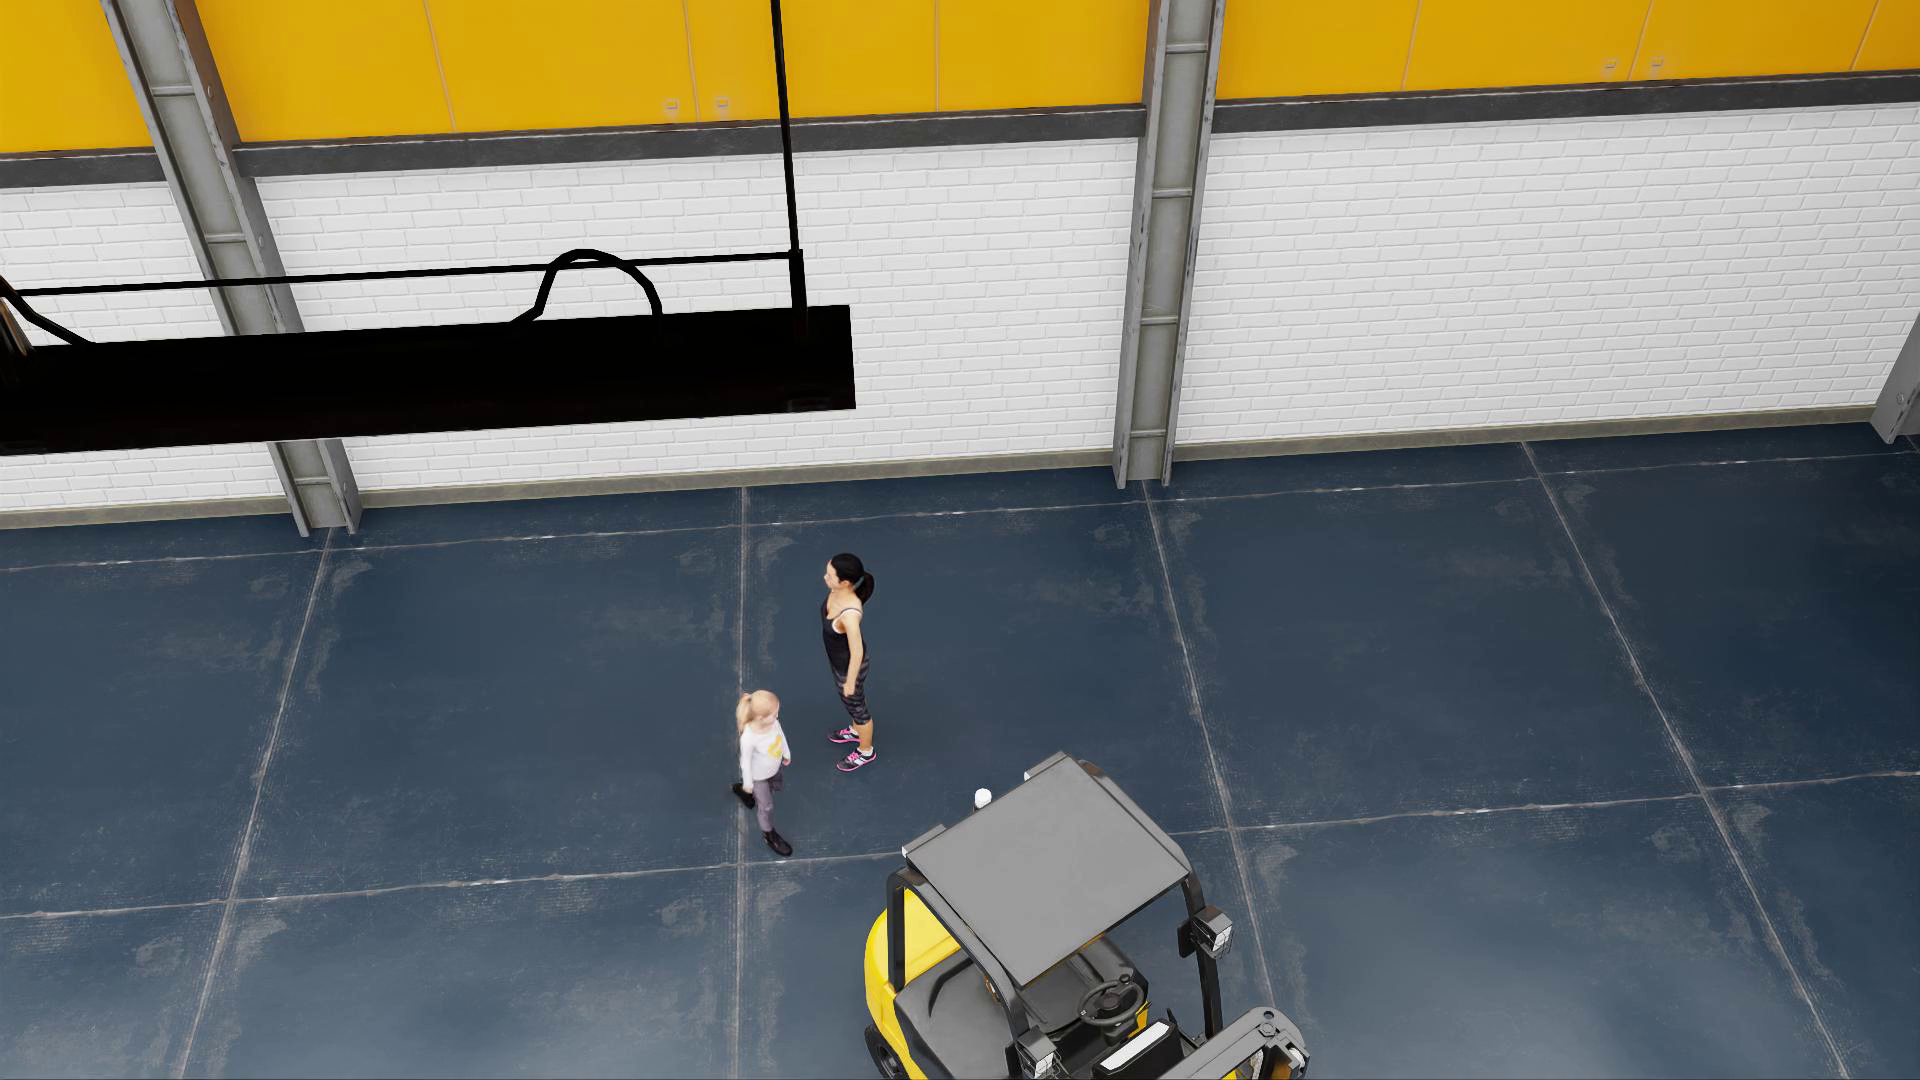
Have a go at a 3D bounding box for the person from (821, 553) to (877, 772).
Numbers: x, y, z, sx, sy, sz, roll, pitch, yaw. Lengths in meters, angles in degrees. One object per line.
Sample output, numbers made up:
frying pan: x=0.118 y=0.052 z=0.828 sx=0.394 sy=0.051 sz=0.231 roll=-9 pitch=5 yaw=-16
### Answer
person: x=-0.662 y=0.723 z=10.051 sx=0.580 sy=1.729 sz=0.604 roll=-10 pitch=44 yaw=-10

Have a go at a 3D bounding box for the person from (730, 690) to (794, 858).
person: x=-1.200 y=1.309 z=9.774 sx=0.829 sy=1.264 sz=0.720 roll=22 pitch=48 yaw=21
